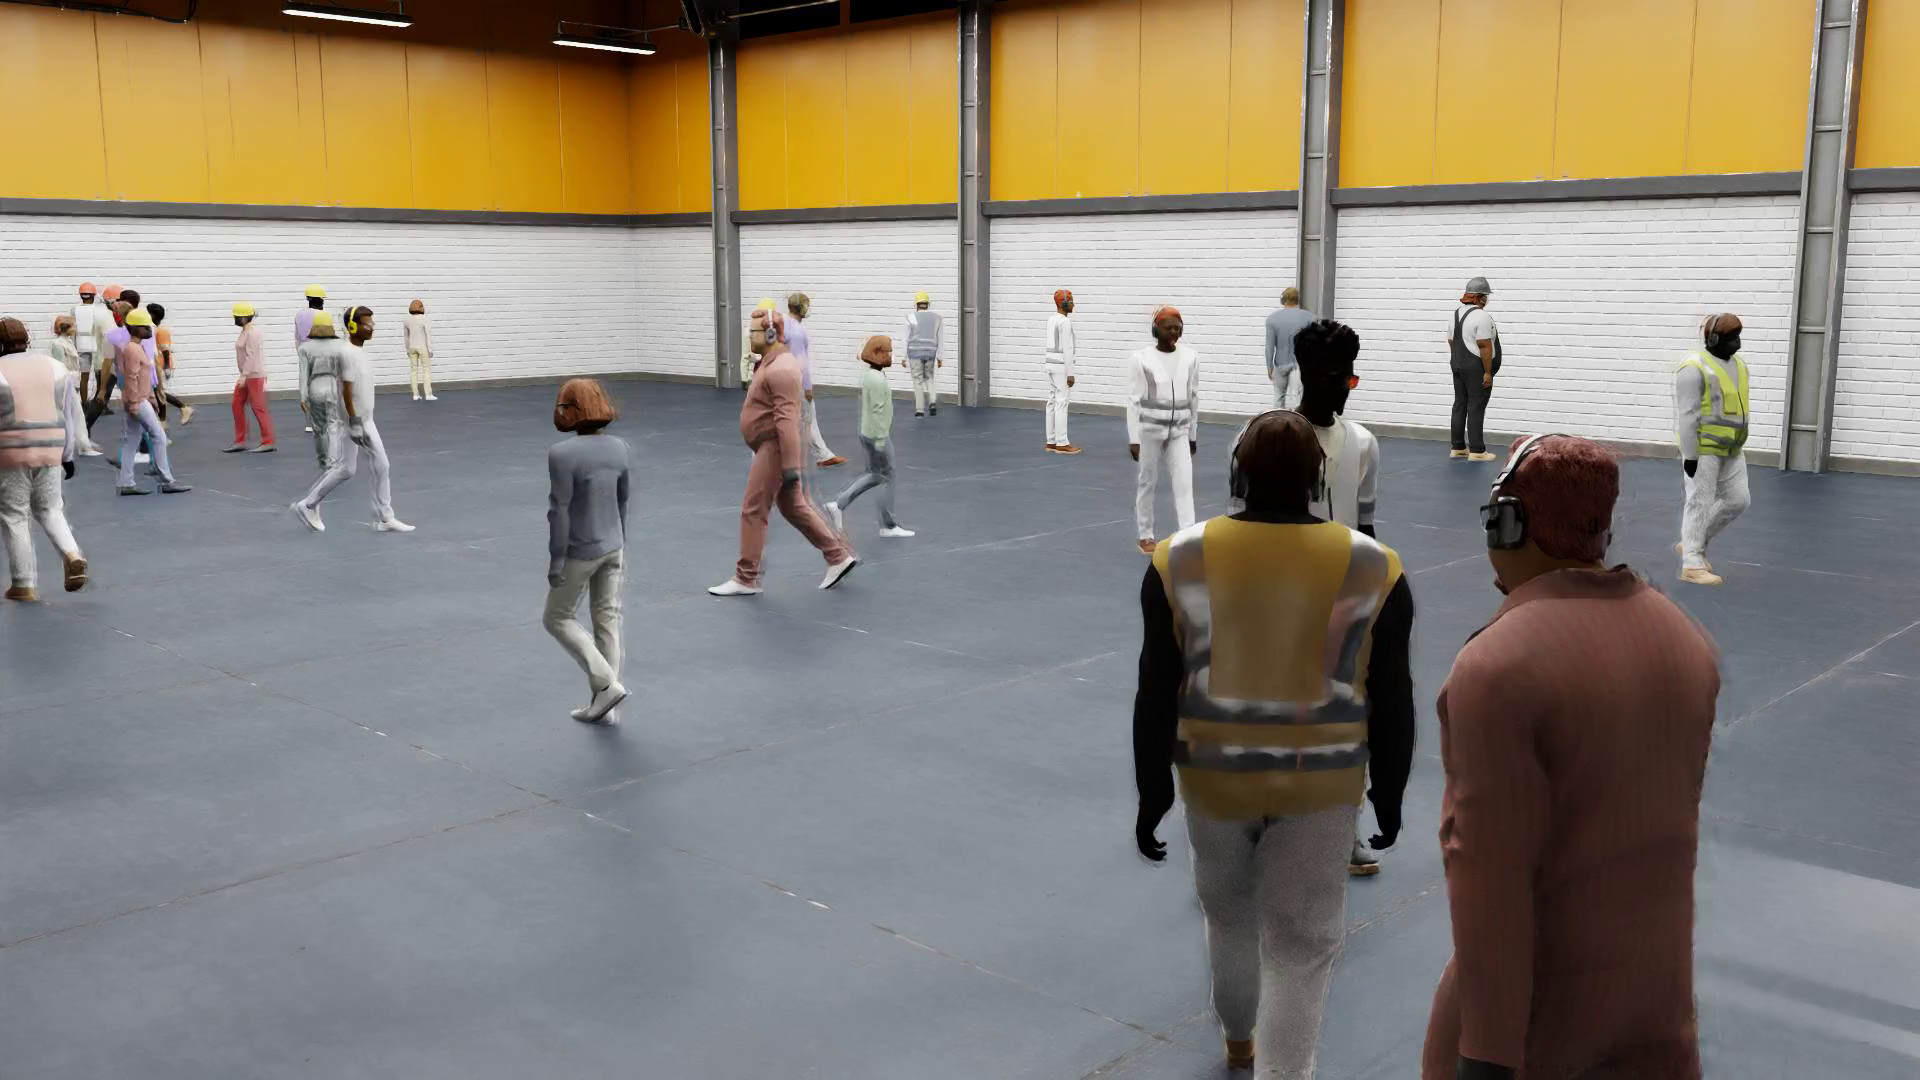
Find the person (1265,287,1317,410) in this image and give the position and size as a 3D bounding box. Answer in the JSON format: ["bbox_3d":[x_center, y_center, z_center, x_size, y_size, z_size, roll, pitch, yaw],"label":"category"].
[{"bbox_3d":[4.075,-2.165,20.536,0.643,1.888,0.977,2,9,10],"label":"person"}]

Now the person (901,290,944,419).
[{"bbox_3d":[-0.547,-2.625,23.599,0.595,1.817,0.425,-4,10,-23],"label":"person"}]

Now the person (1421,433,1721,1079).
[{"bbox_3d":[1.054,0.744,2.890,0.704,1.840,0.989,-5,11,-30],"label":"person"}]

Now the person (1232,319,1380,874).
[{"bbox_3d":[1.224,0.181,5.979,0.651,1.947,0.746,-4,10,-21],"label":"person"}]

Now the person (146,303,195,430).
[{"bbox_3d":[-10.414,-2.260,21.771,0.493,1.683,0.540,-7,12,-36],"label":"person"}]

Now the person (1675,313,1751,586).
[{"bbox_3d":[5.054,-0.606,11.174,0.647,1.828,0.433,-6,11,-31],"label":"person"}]

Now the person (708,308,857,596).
[{"bbox_3d":[-1.142,-0.570,10.830,0.938,1.876,0.659,-1,9,-8],"label":"person"}]

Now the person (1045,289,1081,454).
[{"bbox_3d":[1.169,-1.936,19.169,0.358,1.883,0.572,-3,10,-18],"label":"person"}]

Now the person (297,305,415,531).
[{"bbox_3d":[-4.896,-0.960,13.341,0.860,1.841,0.521,1,9,5],"label":"person"}]

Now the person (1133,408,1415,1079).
[{"bbox_3d":[0.760,0.577,4.030,0.647,1.789,0.986,2,10,13],"label":"person"}]

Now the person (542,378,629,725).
[{"bbox_3d":[-1.720,0.067,7.663,0.358,1.620,0.529,5,11,30],"label":"person"}]

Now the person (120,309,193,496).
[{"bbox_3d":[-7.559,-1.285,15.576,0.736,1.737,0.553,-4,10,-24],"label":"person"}]

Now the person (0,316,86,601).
[{"bbox_3d":[-5.909,-0.503,10.555,0.547,1.823,0.643,6,11,34],"label":"person"}]

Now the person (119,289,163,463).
[{"bbox_3d":[-9.022,-1.796,18.280,0.657,1.900,0.424,8,12,42],"label":"person"}]

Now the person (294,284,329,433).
[{"bbox_3d":[-8.307,-2.339,21.501,0.595,1.925,0.372,5,10,28],"label":"person"}]

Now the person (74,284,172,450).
[{"bbox_3d":[-9.939,-2.016,19.507,1.038,1.946,0.627,-2,9,-9],"label":"person"}]

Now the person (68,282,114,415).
[{"bbox_3d":[-12.576,-2.761,24.089,0.546,1.929,0.388,0,9,-2],"label":"person"}]

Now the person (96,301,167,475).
[{"bbox_3d":[-8.552,-1.560,17.155,0.968,1.784,0.567,3,10,18],"label":"person"}]

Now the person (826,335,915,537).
[{"bbox_3d":[-0.703,-0.809,13.079,0.629,1.610,0.509,-2,9,-12],"label":"person"}]

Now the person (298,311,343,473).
[{"bbox_3d":[-6.420,-1.468,16.886,0.492,1.686,0.924,-2,10,-14],"label":"person"}]

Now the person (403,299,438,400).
[{"bbox_3d":[-8.741,-3.065,26.877,0.508,1.631,0.295,3,10,17],"label":"person"}]

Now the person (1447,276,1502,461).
[{"bbox_3d":[5.747,-1.906,18.498,0.538,2.000,0.683,-3,10,-17],"label":"person"}]

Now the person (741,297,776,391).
[{"bbox_3d":[-2.261,-1.957,19.567,0.603,1.799,0.879,0,9,0],"label":"person"}]

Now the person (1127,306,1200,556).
[{"bbox_3d":[1.501,-0.748,11.994,0.610,1.836,0.956,-3,10,-16],"label":"person"}]

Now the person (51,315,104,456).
[{"bbox_3d":[-10.151,-1.727,18.721,0.743,1.615,0.544,-4,10,-21],"label":"person"}]

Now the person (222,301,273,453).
[{"bbox_3d":[-8.191,-1.854,19.071,0.569,1.744,0.540,-8,12,-41],"label":"person"}]

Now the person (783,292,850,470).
[{"bbox_3d":[-1.695,-1.633,17.321,1.041,1.881,0.656,-2,9,-11],"label":"person"}]
